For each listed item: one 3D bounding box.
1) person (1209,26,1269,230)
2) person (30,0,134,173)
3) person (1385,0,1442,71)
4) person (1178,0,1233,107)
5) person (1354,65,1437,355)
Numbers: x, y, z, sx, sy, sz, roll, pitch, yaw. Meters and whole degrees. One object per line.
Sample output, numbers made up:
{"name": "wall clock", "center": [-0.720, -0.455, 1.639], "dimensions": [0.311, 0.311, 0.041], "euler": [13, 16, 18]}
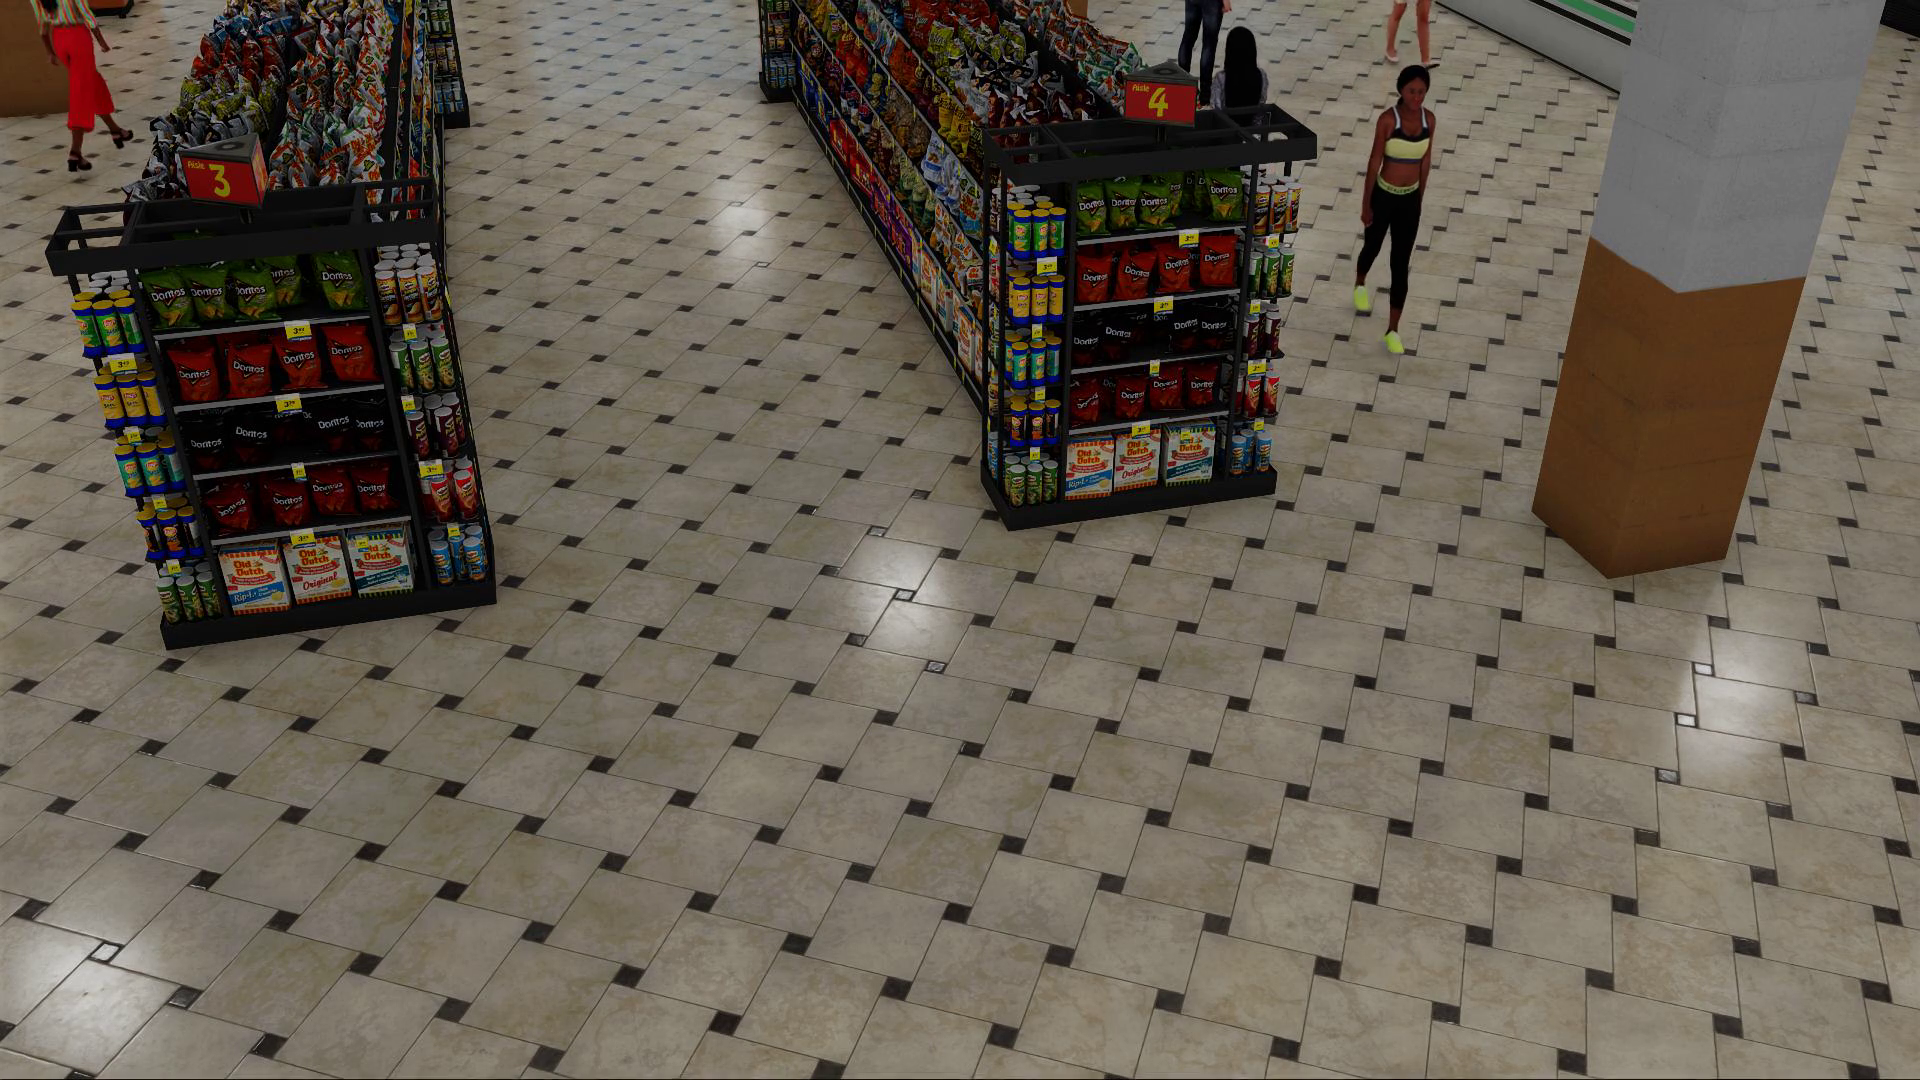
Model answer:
{"name": "person", "center": [1.856, -2.518, 11.151], "dimensions": [0.636, 1.670, 1.189], "euler": [-7, 33, -11]}
{"name": "person", "center": [-6.979, -3.751, 13.067], "dimensions": [0.900, 1.739, 1.270], "euler": [3, 32, 5]}
{"name": "person", "center": [4.220, -5.305, 15.618], "dimensions": [0.675, 1.682, 1.044], "euler": [-7, 33, -11]}
{"name": "person", "center": [2.143, -4.804, 14.604], "dimensions": [0.827, 1.903, 0.694], "euler": [-25, 40, -34]}
{"name": "person", "center": [2.694, -2.130, 10.489], "dimensions": [0.780, 1.709, 1.224], "euler": [-1, 32, -2]}
